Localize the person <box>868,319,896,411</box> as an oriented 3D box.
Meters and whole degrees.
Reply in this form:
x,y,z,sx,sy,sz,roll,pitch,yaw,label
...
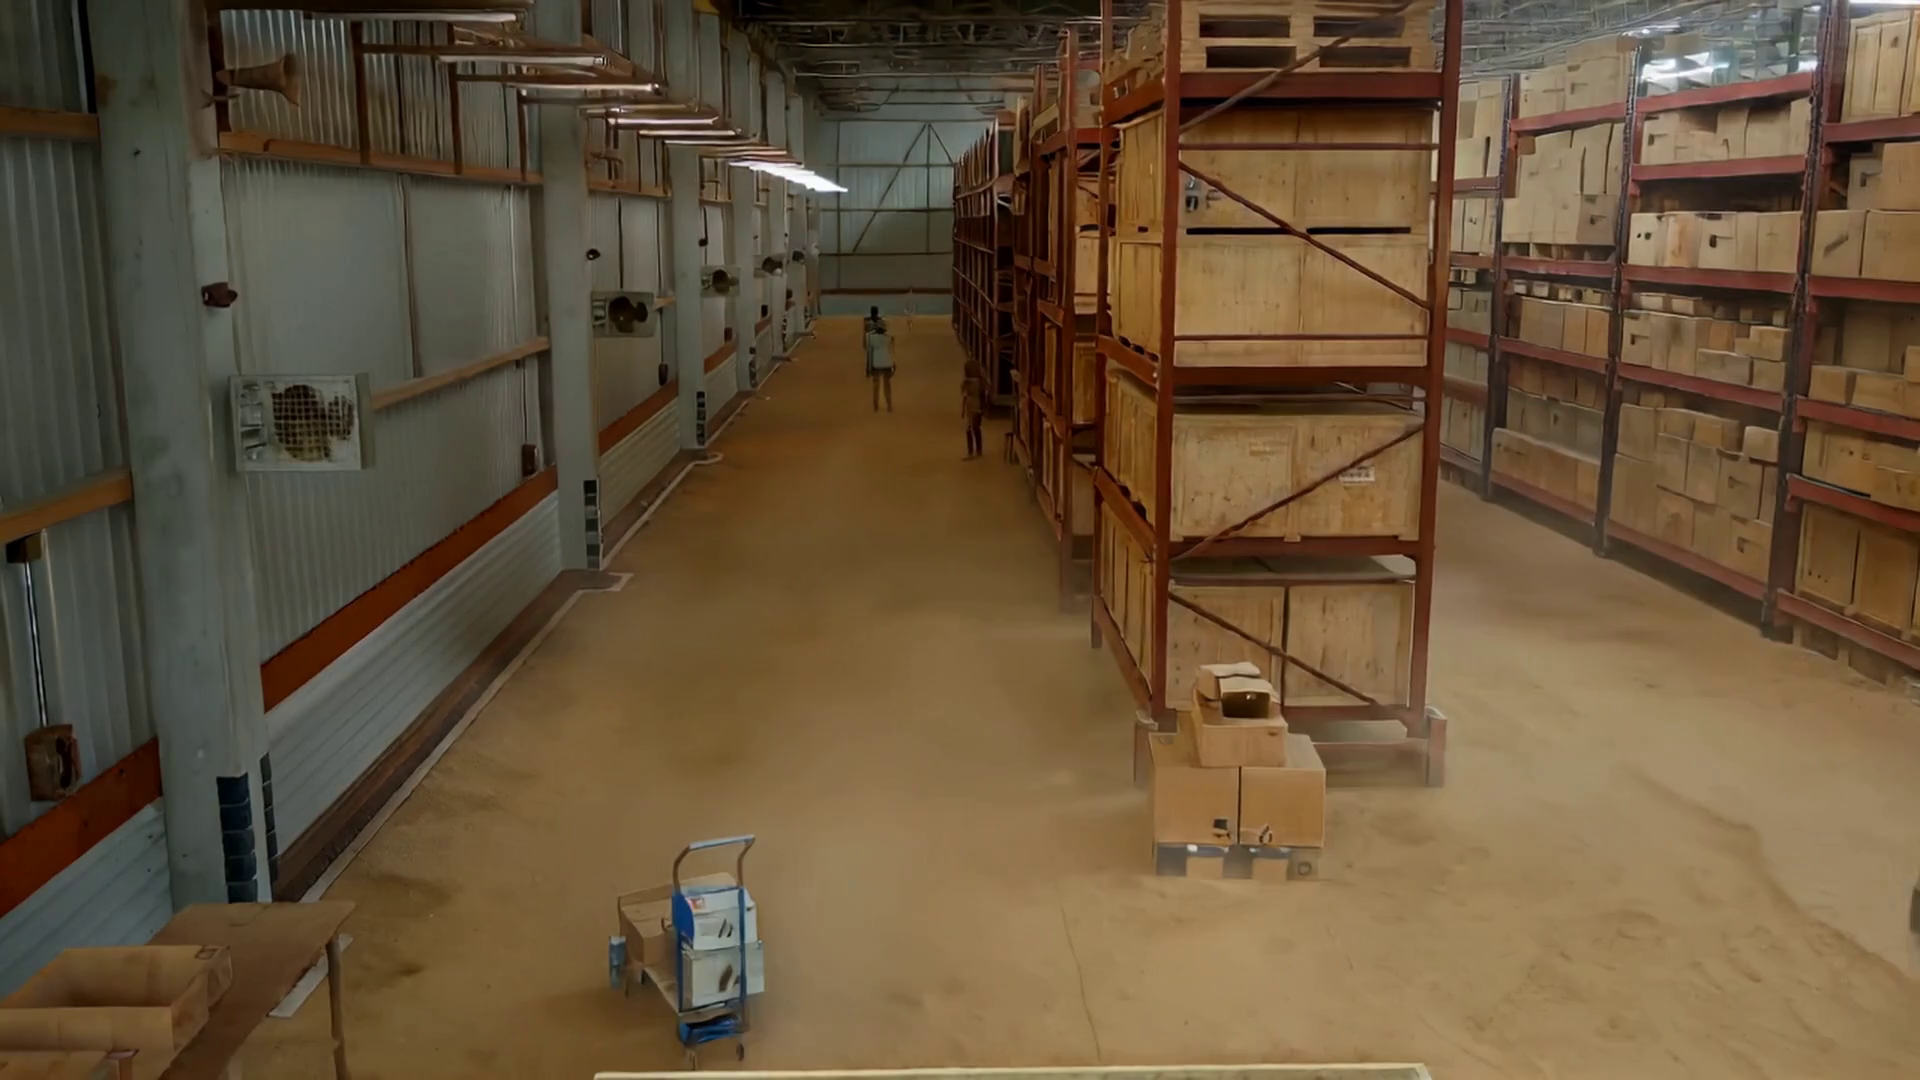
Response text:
x,y,z,sx,sy,sz,roll,pitch,yaw,label
-1.661,-3.754,35.723,0.620,1.985,0.406,-3,11,-16,person

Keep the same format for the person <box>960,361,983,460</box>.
x,y,z,sx,sy,sz,roll,pitch,yaw,label
0.187,-2.212,28.445,0.319,1.695,0.539,9,14,38,person

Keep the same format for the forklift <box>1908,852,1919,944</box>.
x,y,z,sx,sy,sz,roll,pitch,yaw,label
5.943,1.051,8.379,1.129,2.768,1.873,0,11,-2,forklift

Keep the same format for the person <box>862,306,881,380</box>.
x,y,z,sx,sy,sz,roll,pitch,yaw,label
-2.217,-5.062,42.733,0.598,1.907,0.405,-2,11,-12,person

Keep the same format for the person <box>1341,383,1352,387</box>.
x,y,z,sx,sy,sz,roll,pitch,yaw,label
7.482,-3.076,32.562,0.848,1.888,0.662,-4,12,-20,person

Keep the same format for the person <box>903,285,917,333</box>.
x,y,z,sx,sy,sz,roll,pitch,yaw,label
-1.794,-8.454,60.791,0.591,1.737,0.468,8,13,35,person
